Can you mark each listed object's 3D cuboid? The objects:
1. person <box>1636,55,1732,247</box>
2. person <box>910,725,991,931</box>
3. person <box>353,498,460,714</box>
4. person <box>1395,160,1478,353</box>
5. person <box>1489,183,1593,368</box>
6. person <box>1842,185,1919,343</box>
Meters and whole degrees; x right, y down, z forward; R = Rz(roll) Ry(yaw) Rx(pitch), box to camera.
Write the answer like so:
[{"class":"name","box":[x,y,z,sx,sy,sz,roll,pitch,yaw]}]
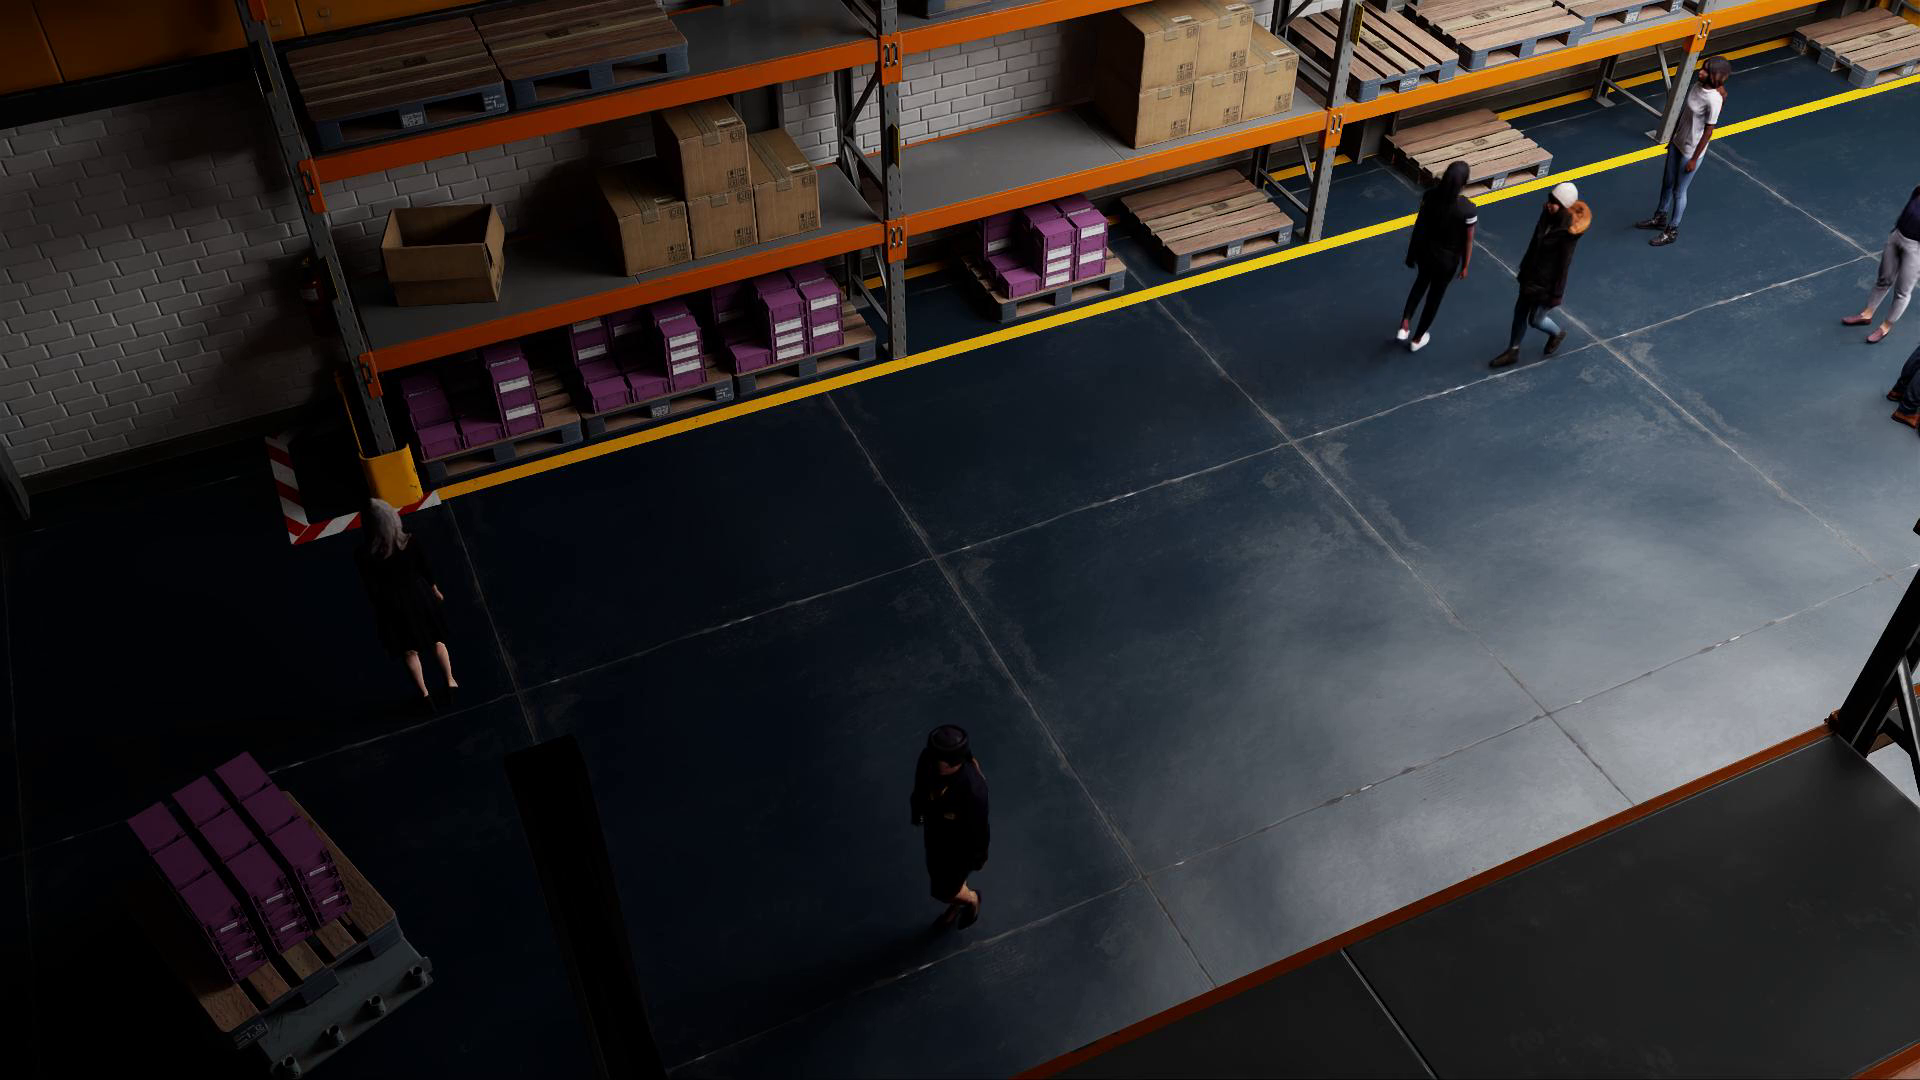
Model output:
[{"class":"person","box":[6.203,-3.329,14.191,0.620,1.719,0.647,-5,44,-5]},{"class":"person","box":[0.028,1.587,9.072,0.715,1.662,0.757,-26,50,-25]},{"class":"person","box":[-3.411,0.401,10.256,0.506,1.747,0.668,-20,47,-20]},{"class":"person","box":[3.684,-2.151,12.954,0.742,1.720,0.792,30,51,27]},{"class":"person","box":[4.570,-2.035,12.908,0.864,1.617,0.667,-18,46,-18]},{"class":"person","box":[7.531,-2.301,13.194,0.563,1.606,0.616,-13,45,-14]}]
